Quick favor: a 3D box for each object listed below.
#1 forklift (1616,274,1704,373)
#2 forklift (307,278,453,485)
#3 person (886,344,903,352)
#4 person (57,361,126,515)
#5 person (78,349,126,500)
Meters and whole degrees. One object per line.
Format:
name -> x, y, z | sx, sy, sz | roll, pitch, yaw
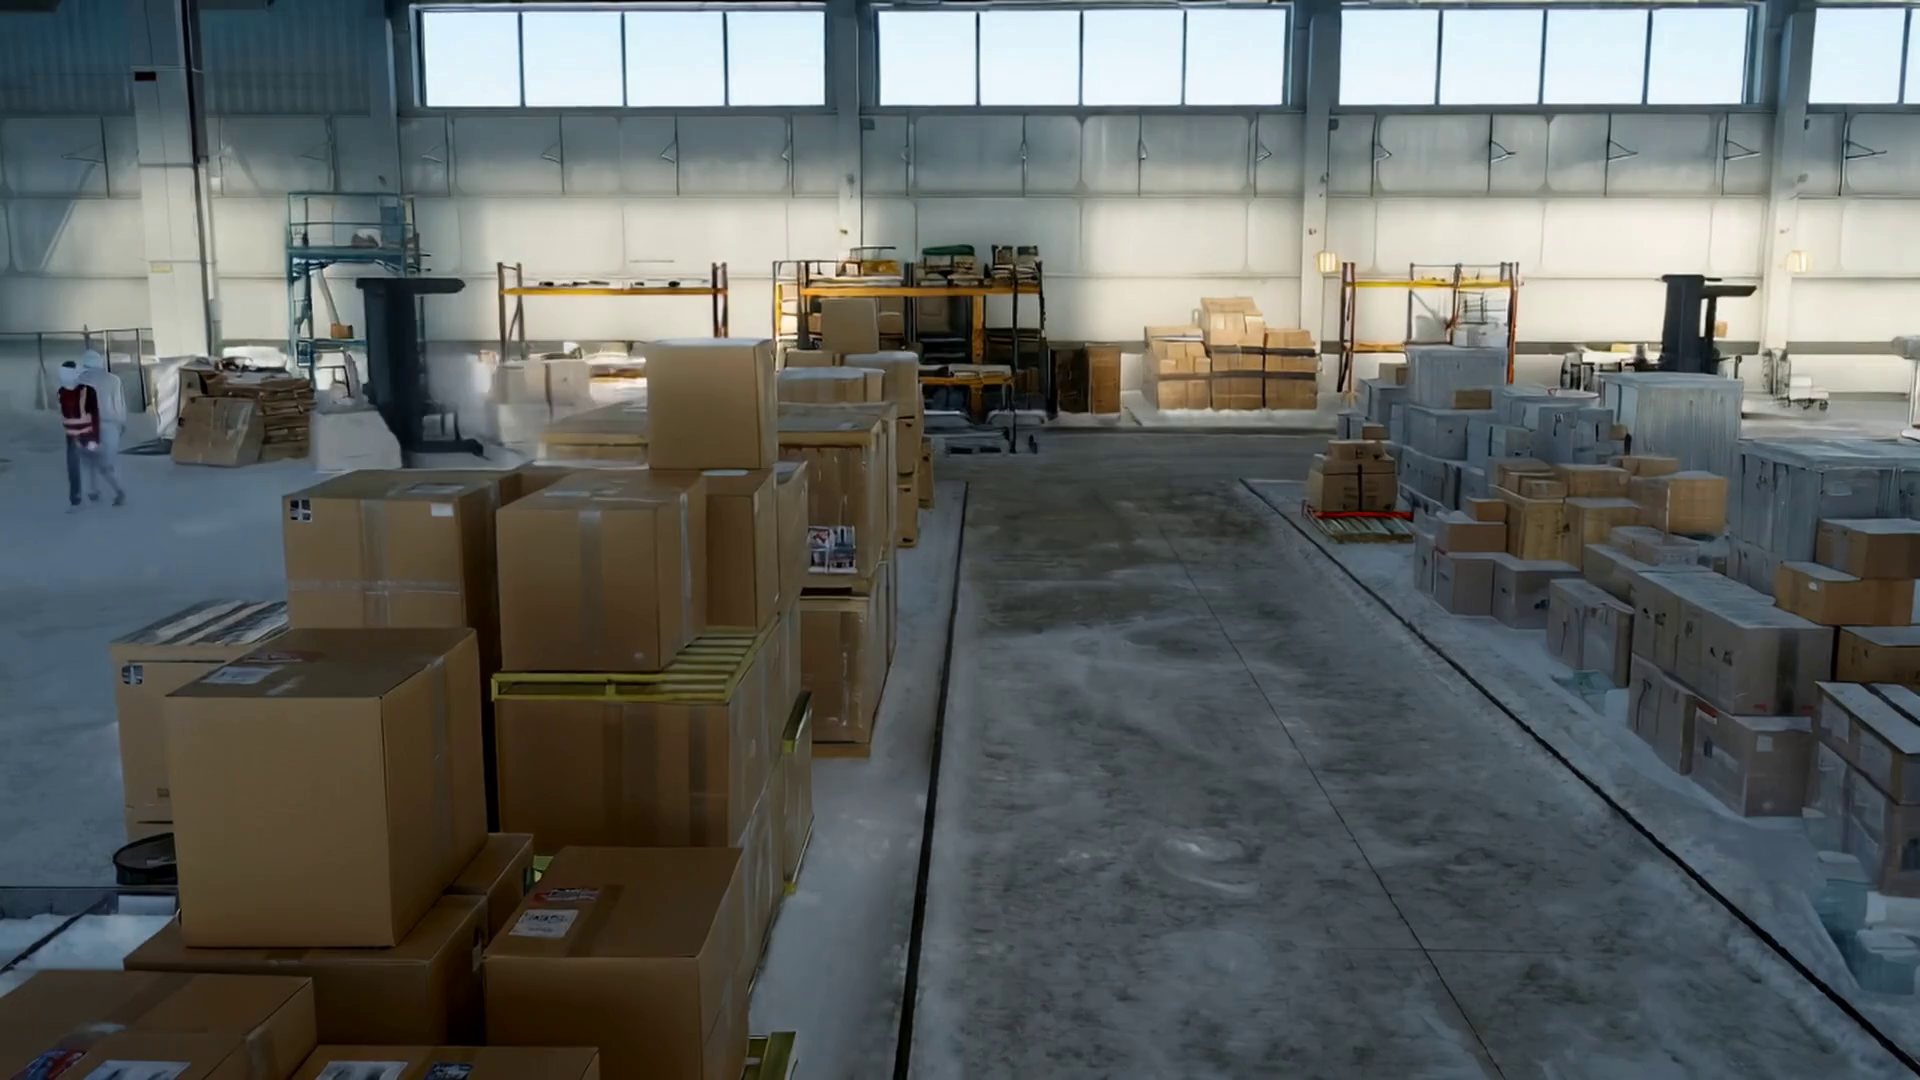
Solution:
forklift -> 12.633, -3.276, 29.256 | 1.873, 2.768, 1.129 | 0, 9, 1
forklift -> -7.732, -2.109, 22.269 | 1.873, 2.768, 1.129 | -5, 11, -27
person -> -0.978, -1.845, 23.674 | 0.986, 1.889, 0.561 | -3, 10, -19
person -> -10.631, -1.265, 20.282 | 0.602, 1.857, 0.865 | 2, 10, 11
person -> -11.023, -1.473, 21.274 | 0.635, 1.937, 0.355 | -4, 10, -22
